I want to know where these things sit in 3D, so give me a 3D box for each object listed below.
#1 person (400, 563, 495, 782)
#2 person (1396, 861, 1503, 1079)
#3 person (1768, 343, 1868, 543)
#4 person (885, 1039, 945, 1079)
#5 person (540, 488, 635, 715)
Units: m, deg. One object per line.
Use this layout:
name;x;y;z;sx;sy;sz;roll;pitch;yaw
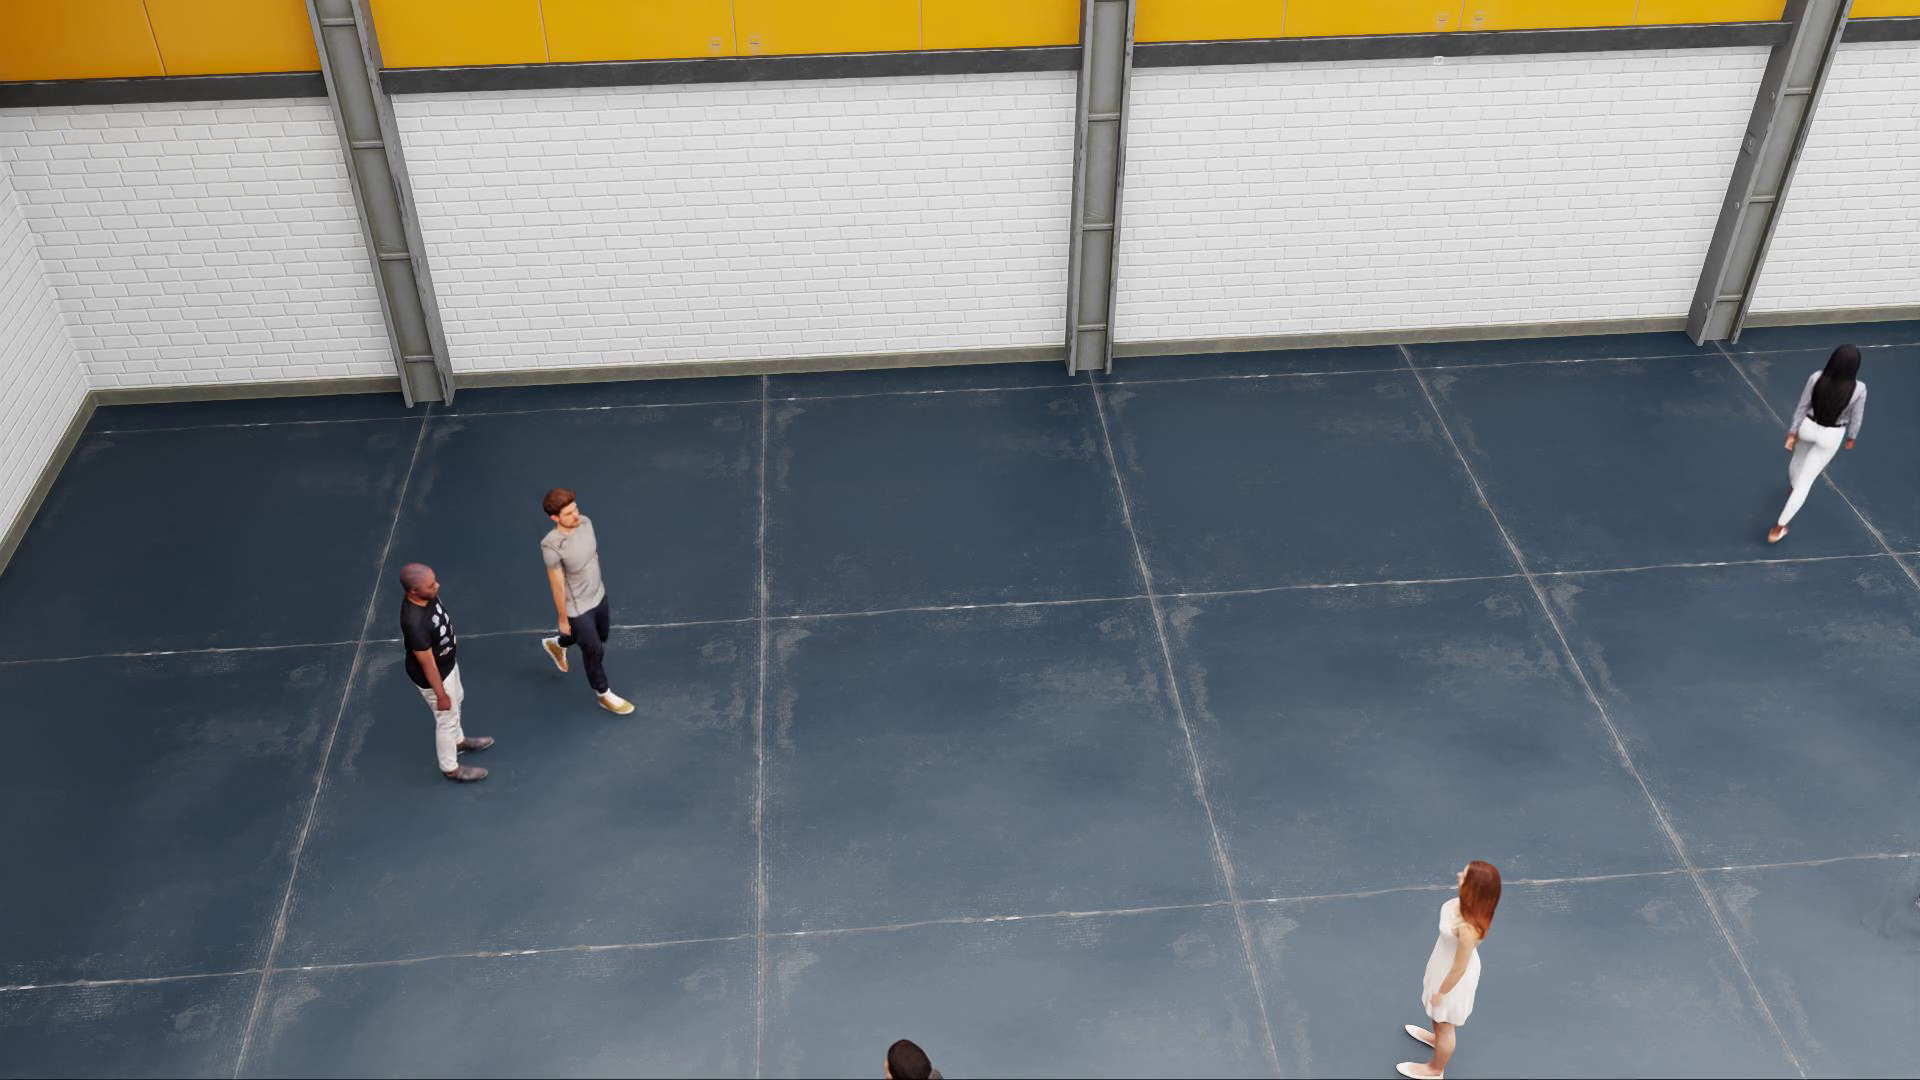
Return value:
person;-3.454;0.854;10.927;0.630;1.800;0.680;-6;39;-8
person;2.717;2.354;9.118;0.663;1.712;0.641;15;41;18
person;6.674;-0.727;13.009;1.096;1.672;1.205;31;48;33
person;-0.232;3.060;8.232;0.690;1.715;0.706;12;40;15
person;-2.669;0.396;11.437;1.134;1.879;0.968;17;42;21
